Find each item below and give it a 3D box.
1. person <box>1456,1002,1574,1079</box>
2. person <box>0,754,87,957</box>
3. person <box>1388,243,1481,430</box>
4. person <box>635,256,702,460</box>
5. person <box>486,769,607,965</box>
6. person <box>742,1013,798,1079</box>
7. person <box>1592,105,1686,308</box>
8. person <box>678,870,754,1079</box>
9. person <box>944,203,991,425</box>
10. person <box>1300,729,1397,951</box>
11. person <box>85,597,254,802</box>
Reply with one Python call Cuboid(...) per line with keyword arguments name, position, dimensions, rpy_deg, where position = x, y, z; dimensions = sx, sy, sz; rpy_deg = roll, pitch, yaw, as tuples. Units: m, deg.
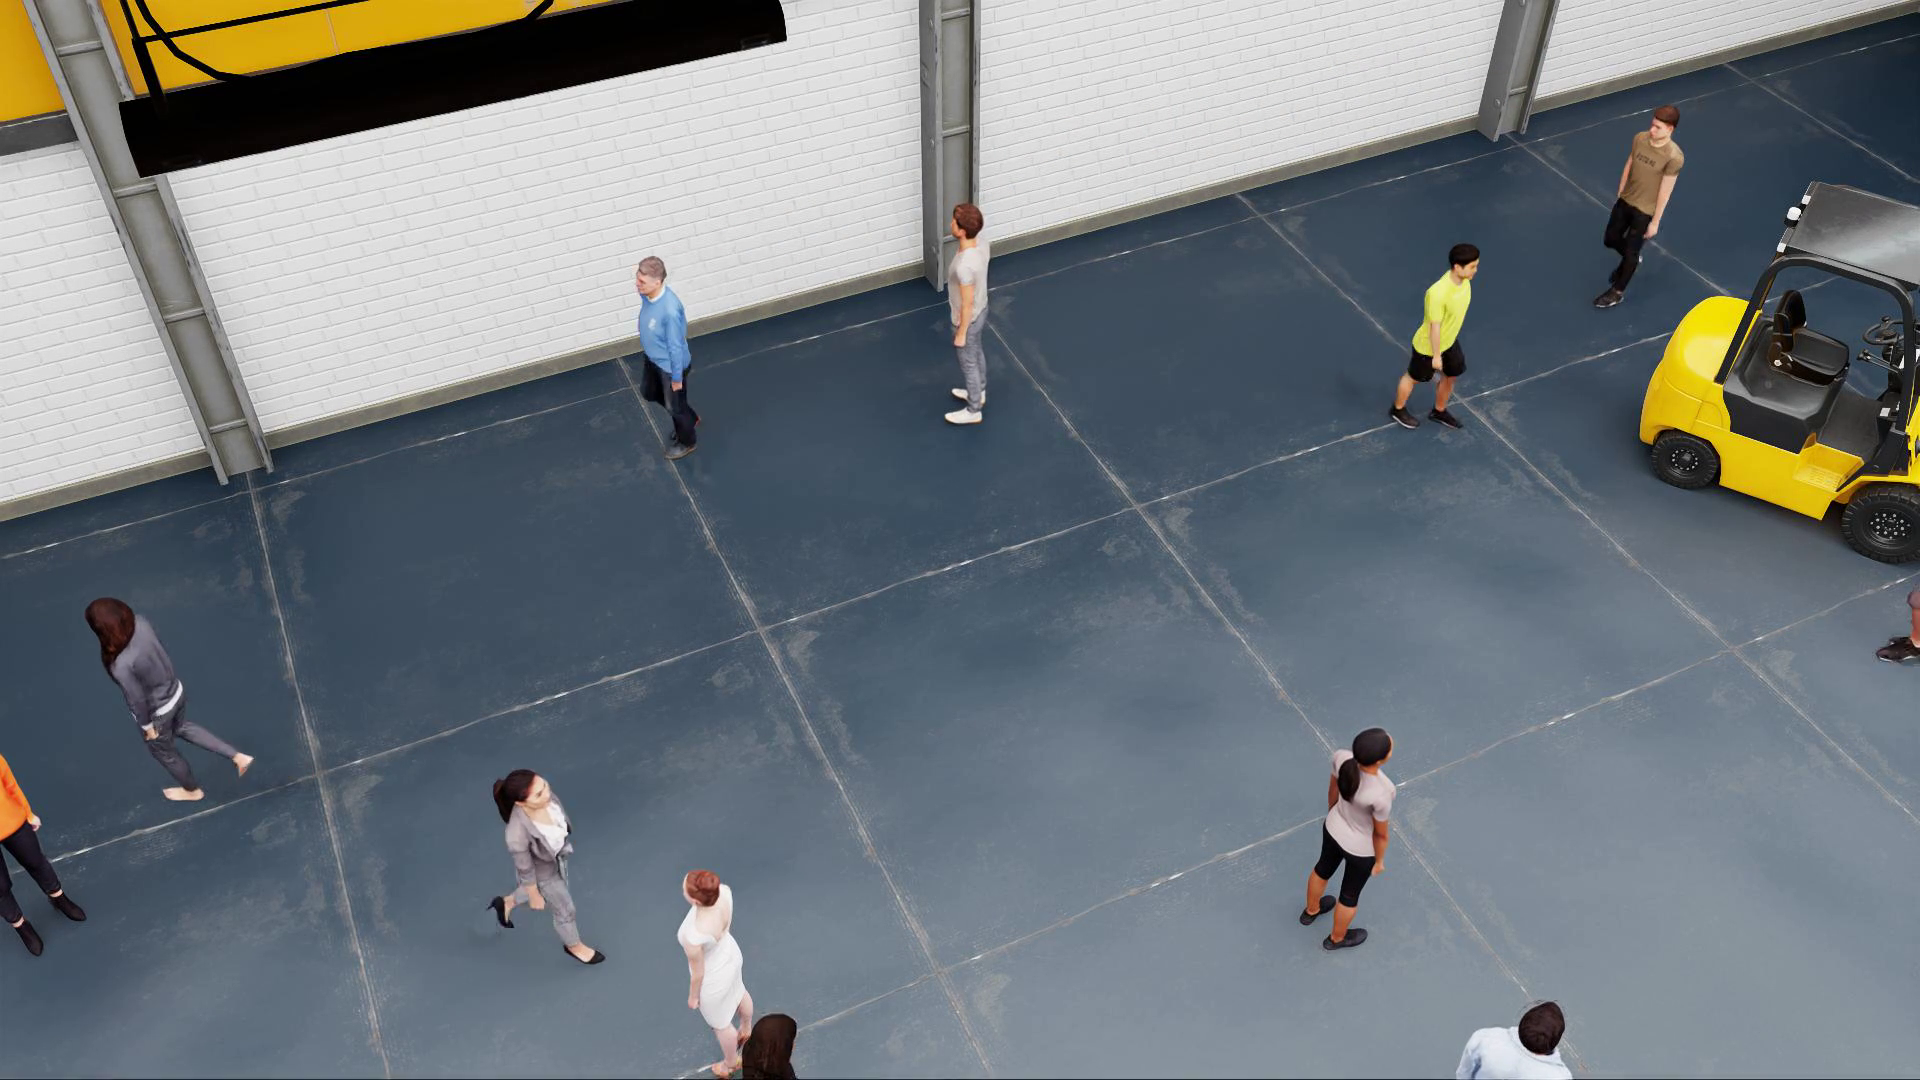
Cuboid(name="person", position=(2.614, 2.779, 7.997), dimensions=(0.753, 1.812, 0.722), rpy_deg=(30, 51, 28))
Cuboid(name="person", position=(-5.375, 1.636, 9.245), dimensions=(0.762, 1.745, 0.644), rpy_deg=(28, 50, 26))
Cuboid(name="person", position=(3.550, -1.563, 12.644), dimensions=(0.815, 1.688, 0.826), rpy_deg=(-33, 53, -30))
Cuboid(name="person", position=(-2.108, -1.391, 12.380), dimensions=(0.720, 1.803, 0.738), rpy_deg=(-27, 50, -25))
Cuboid(name="person", position=(-2.359, 1.796, 9.140), dimensions=(1.033, 1.658, 0.902), rpy_deg=(6, 44, 6))
Cuboid(name="person", position=(-1.021, 2.870, 8.057), dimensions=(1.077, 1.598, 0.657), rpy_deg=(-19, 47, -19))
Cuboid(name="person", position=(5.725, -2.790, 13.822), dimensions=(0.851, 1.839, 0.715), rpy_deg=(-22, 48, -21))
Cuboid(name="person", position=(-1.246, 2.234, 8.582), dimensions=(0.680, 1.793, 0.619), rpy_deg=(14, 45, 15))
Cuboid(name="person", position=(0.068, -1.715, 12.653), dimensions=(0.762, 1.896, 0.742), rpy_deg=(8, 44, 9))
Cuboid(name="person", position=(2.165, 1.651, 9.227), dimensions=(0.559, 1.748, 0.618), rpy_deg=(-22, 48, -21))
Cuboid(name="person", position=(-4.712, 0.958, 9.947), dimensions=(0.955, 1.758, 0.828), rpy_deg=(1, 44, 1))
